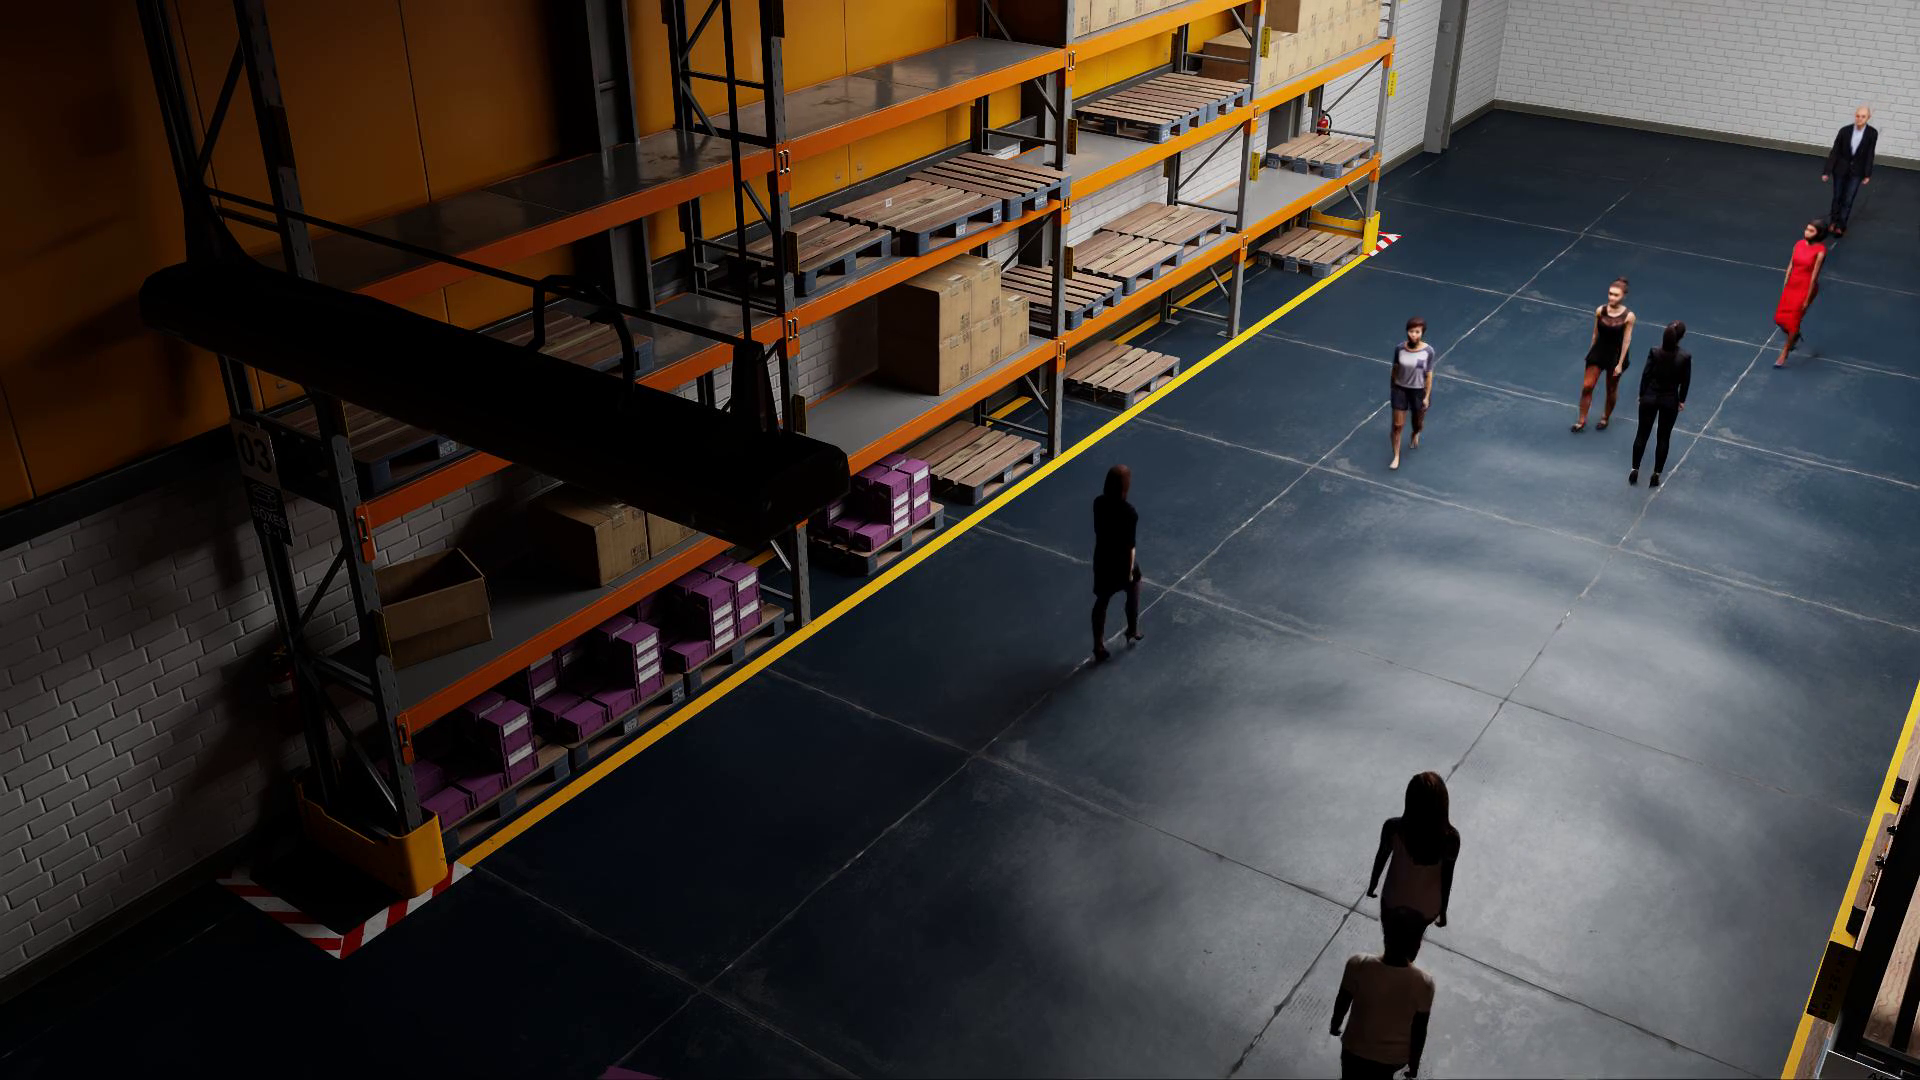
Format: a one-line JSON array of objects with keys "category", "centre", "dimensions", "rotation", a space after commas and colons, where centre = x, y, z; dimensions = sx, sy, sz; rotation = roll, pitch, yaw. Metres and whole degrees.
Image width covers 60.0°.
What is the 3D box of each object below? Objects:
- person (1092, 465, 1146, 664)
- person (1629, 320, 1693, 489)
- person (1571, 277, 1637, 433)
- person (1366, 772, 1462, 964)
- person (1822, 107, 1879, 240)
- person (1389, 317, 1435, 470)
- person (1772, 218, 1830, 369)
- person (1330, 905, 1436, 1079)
[{"category": "person", "centre": [1.173, 0.229, 13.219], "dimensions": [0.654, 1.684, 0.834], "rotation": [23, 36, 35]}, {"category": "person", "centre": [6.752, -1.319, 16.028], "dimensions": [0.599, 1.712, 0.516], "rotation": [15, 32, 25]}, {"category": "person", "centre": [6.752, -1.920, 17.187], "dimensions": [0.626, 1.656, 0.793], "rotation": [21, 35, 33]}, {"category": "person", "centre": [2.610, 2.176, 9.653], "dimensions": [0.919, 1.680, 1.180], "rotation": [5, 29, 9]}, {"category": "person", "centre": [12.210, -5.063, 22.836], "dimensions": [0.755, 1.764, 1.100], "rotation": [16, 33, 27]}, {"category": "person", "centre": [4.490, -1.496, 16.521], "dimensions": [0.668, 1.549, 0.857], "rotation": [12, 31, 21]}, {"category": "person", "centre": [9.479, -2.768, 18.664], "dimensions": [0.824, 1.731, 0.740], "rotation": [-13, 31, -23]}, {"category": "person", "centre": [2.177, 2.688, 8.708], "dimensions": [0.925, 1.686, 1.195], "rotation": [6, 29, 10]}]
